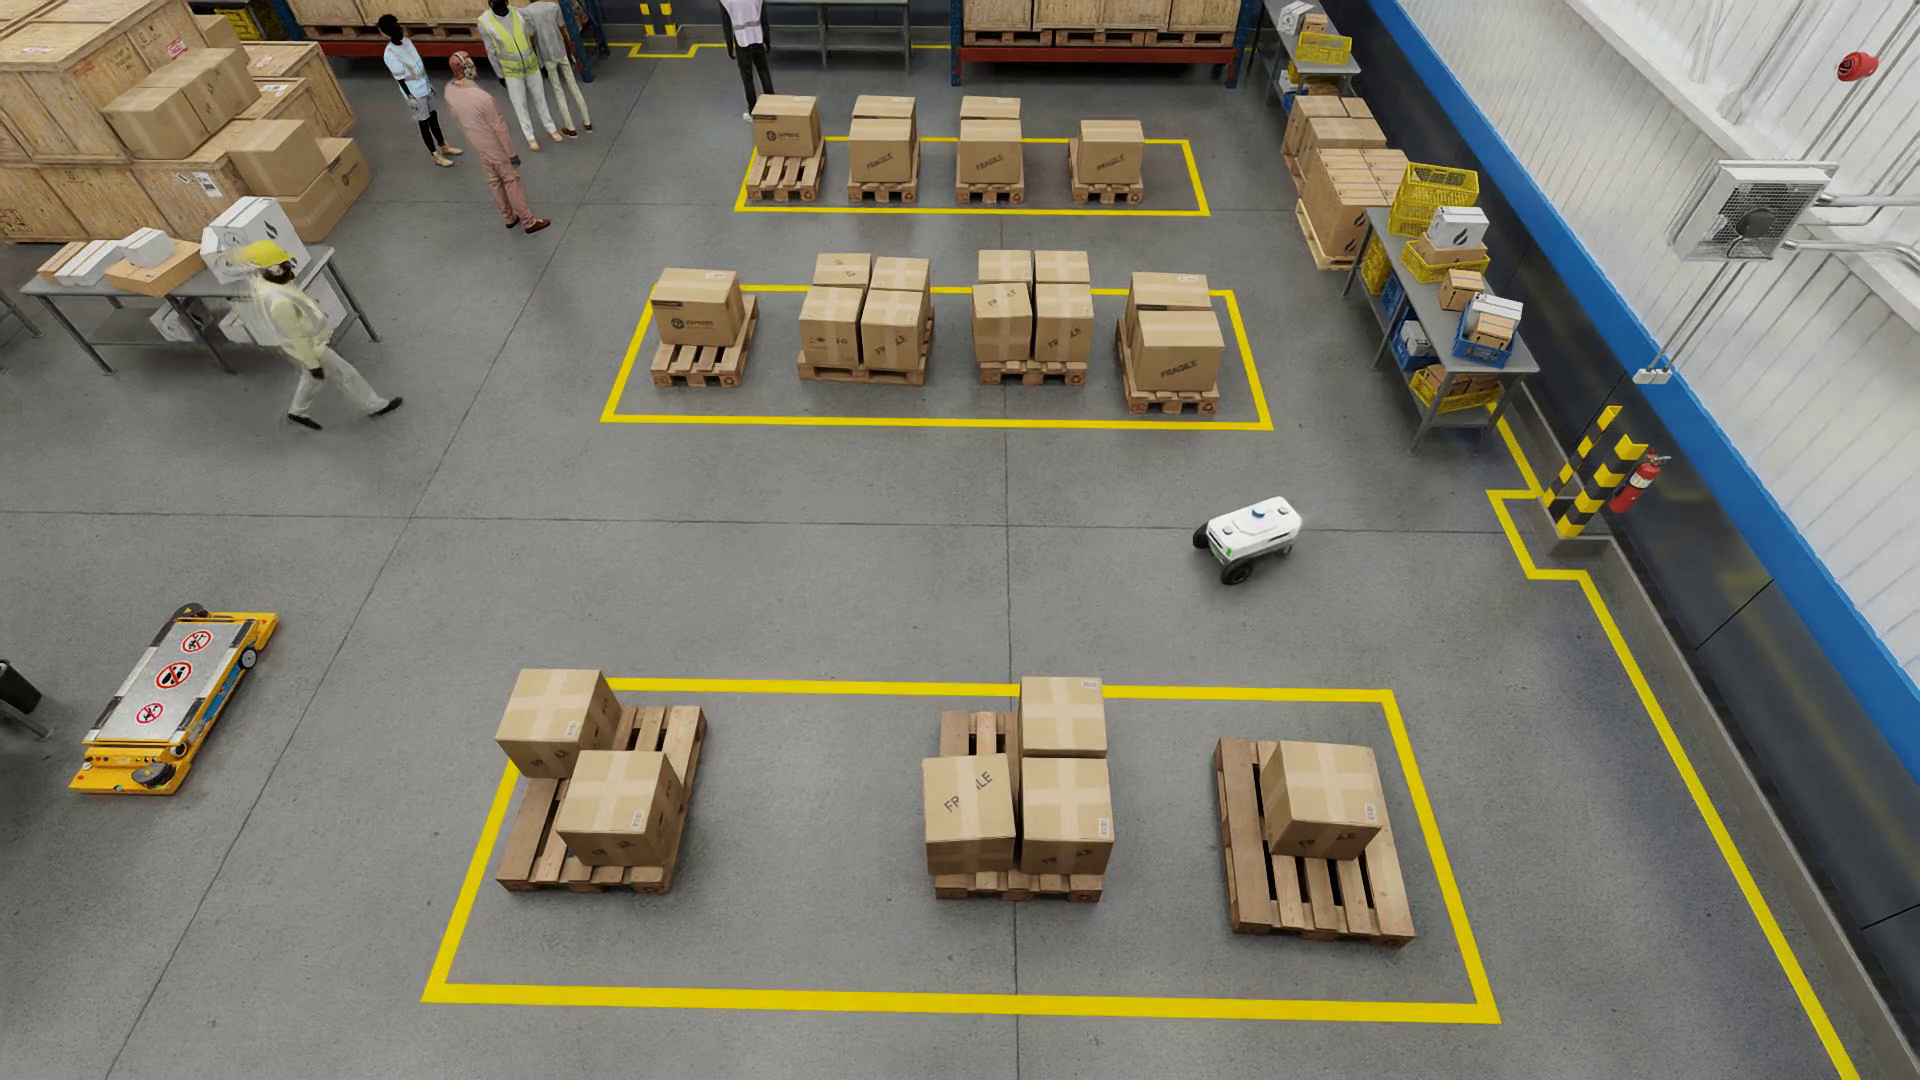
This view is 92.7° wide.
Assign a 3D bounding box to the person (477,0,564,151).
[{"bbox_3d":[-5.363,-5.745,11.193,0.621,1.838,0.429,-33,57,-25],"label":"person"}]

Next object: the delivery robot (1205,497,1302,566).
[{"bbox_3d":[2.292,-0.085,7.177,0.707,0.478,0.477,-18,52,-15],"label":"delivery robot"}]

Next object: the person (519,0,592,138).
[{"bbox_3d":[-5.039,-5.976,11.366,0.518,1.871,0.327,-31,56,-23],"label":"person"}]

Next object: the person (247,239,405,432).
[{"bbox_3d":[-5.615,-1.661,7.775,0.881,1.788,0.632,-31,57,-24],"label":"person"}]

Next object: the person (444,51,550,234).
[{"bbox_3d":[-5.021,-4.254,9.885,0.650,1.907,0.409,21,53,17],"label":"person"}]

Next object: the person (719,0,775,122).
[{"bbox_3d":[-2.668,-6.310,11.622,0.592,1.912,0.383,-25,54,-20],"label":"person"}]

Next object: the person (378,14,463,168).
[{"bbox_3d":[-6.476,-5.362,10.958,0.318,1.697,0.535,2,50,2],"label":"person"}]

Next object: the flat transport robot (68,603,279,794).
[{"bbox_3d":[-5.504,1.072,6.442,0.652,0.197,1.431,1,50,1],"label":"flat transport robot"}]
